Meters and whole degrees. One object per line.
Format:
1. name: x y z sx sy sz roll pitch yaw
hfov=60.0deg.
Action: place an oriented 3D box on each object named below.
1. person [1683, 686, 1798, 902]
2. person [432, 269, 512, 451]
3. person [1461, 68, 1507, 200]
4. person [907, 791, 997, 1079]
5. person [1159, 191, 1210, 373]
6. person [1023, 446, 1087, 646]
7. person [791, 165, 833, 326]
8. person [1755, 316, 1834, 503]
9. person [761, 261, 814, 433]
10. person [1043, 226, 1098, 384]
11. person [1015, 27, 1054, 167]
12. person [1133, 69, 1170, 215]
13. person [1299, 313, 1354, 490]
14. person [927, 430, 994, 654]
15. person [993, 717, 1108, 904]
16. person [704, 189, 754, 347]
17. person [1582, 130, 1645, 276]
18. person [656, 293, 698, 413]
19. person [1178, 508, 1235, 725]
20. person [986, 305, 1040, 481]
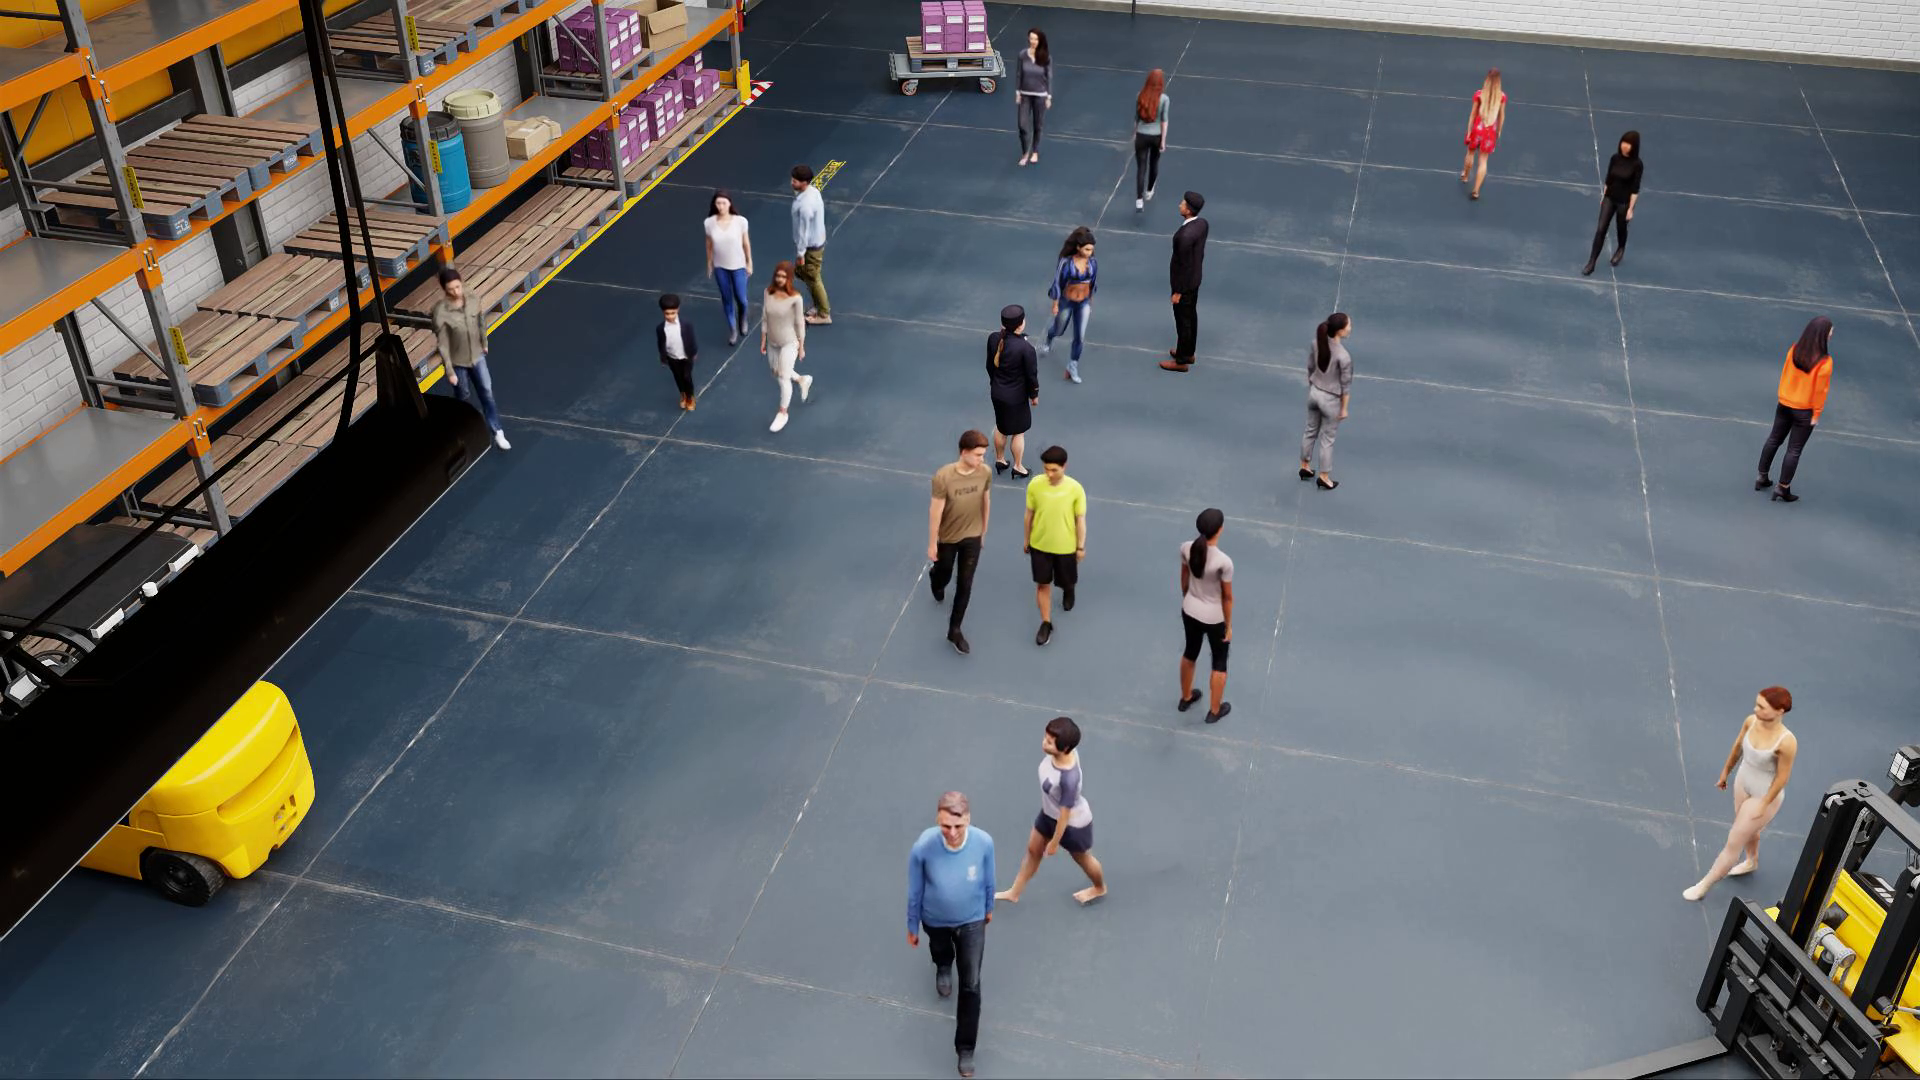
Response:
1. person: 5.119 1.578 10.540 0.931 1.610 0.950 -13 36 -18
2. person: -4.595 -1.701 15.297 1.109 1.804 1.146 23 40 31
3. person: 6.427 -4.961 20.422 0.618 1.561 0.950 6 34 9
4. person: -0.057 2.099 9.614 0.849 1.768 1.240 0 34 0
5. person: 2.267 -2.579 16.546 0.802 1.884 0.571 16 37 23
6. person: 0.738 -0.029 12.884 0.634 1.690 0.875 8 34 12
7. person: -1.466 -3.052 17.336 0.808 1.798 0.630 5 34 7
8. person: 7.313 -1.155 14.526 0.771 1.748 0.679 -11 35 -17
9. person: -1.618 -1.884 15.684 0.780 1.680 1.025 20 38 27
10. person: 1.096 -2.364 16.478 0.921 1.601 1.045 -7 34 -10
11. person: 0.954 -5.744 21.423 0.675 1.756 0.715 5 34 7
12. person: 2.249 -4.760 19.988 0.625 1.707 1.176 6 34 9
13. person: 3.228 -1.226 14.697 0.769 1.679 0.723 -21 39 -29
14. person: -0.040 -0.056 12.817 1.066 1.811 1.209 -9 35 -13
15. person: 0.724 1.728 10.400 0.946 1.516 1.039 -7 34 -11
16. person: -2.353 -2.825 17.104 0.676 1.676 0.692 1 34 2
17. person: 7.419 -3.795 18.628 0.921 1.604 1.145 28 43 35
18. person: -2.711 -1.853 16.061 0.571 1.211 0.578 0 34 1
19. person: 1.727 0.558 11.955 0.735 1.742 0.736 28 43 35
20. person: 0.457 -1.307 14.825 0.786 1.671 0.777 24 41 32
